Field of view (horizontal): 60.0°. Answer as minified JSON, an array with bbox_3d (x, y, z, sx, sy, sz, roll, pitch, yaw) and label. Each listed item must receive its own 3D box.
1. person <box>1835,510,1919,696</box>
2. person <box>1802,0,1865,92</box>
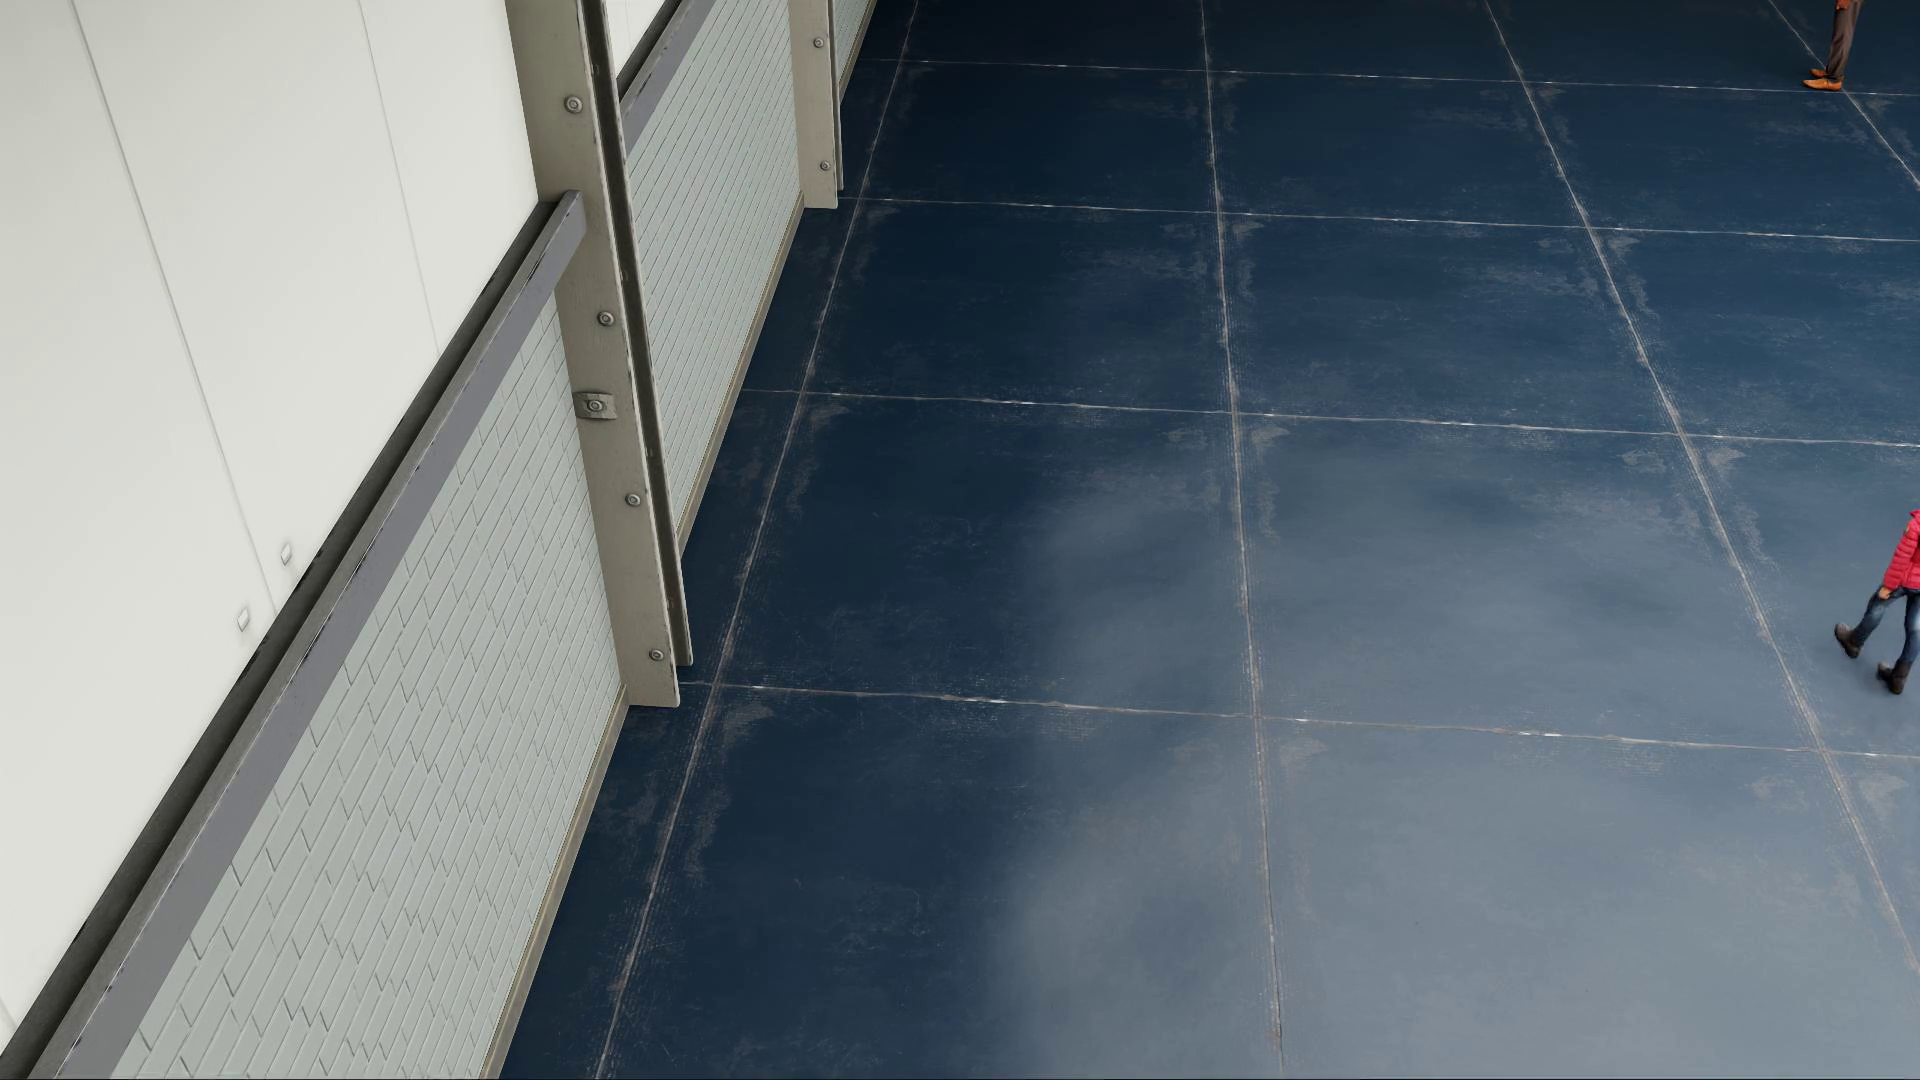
[{"bbox_3d":[5.149,0.270,8.919,0.615,1.294,0.781,-2,38,-2],"label":"person"},{"bbox_3d":[8.242,-5.100,15.286,0.854,1.907,0.724,21,43,25],"label":"person"}]
